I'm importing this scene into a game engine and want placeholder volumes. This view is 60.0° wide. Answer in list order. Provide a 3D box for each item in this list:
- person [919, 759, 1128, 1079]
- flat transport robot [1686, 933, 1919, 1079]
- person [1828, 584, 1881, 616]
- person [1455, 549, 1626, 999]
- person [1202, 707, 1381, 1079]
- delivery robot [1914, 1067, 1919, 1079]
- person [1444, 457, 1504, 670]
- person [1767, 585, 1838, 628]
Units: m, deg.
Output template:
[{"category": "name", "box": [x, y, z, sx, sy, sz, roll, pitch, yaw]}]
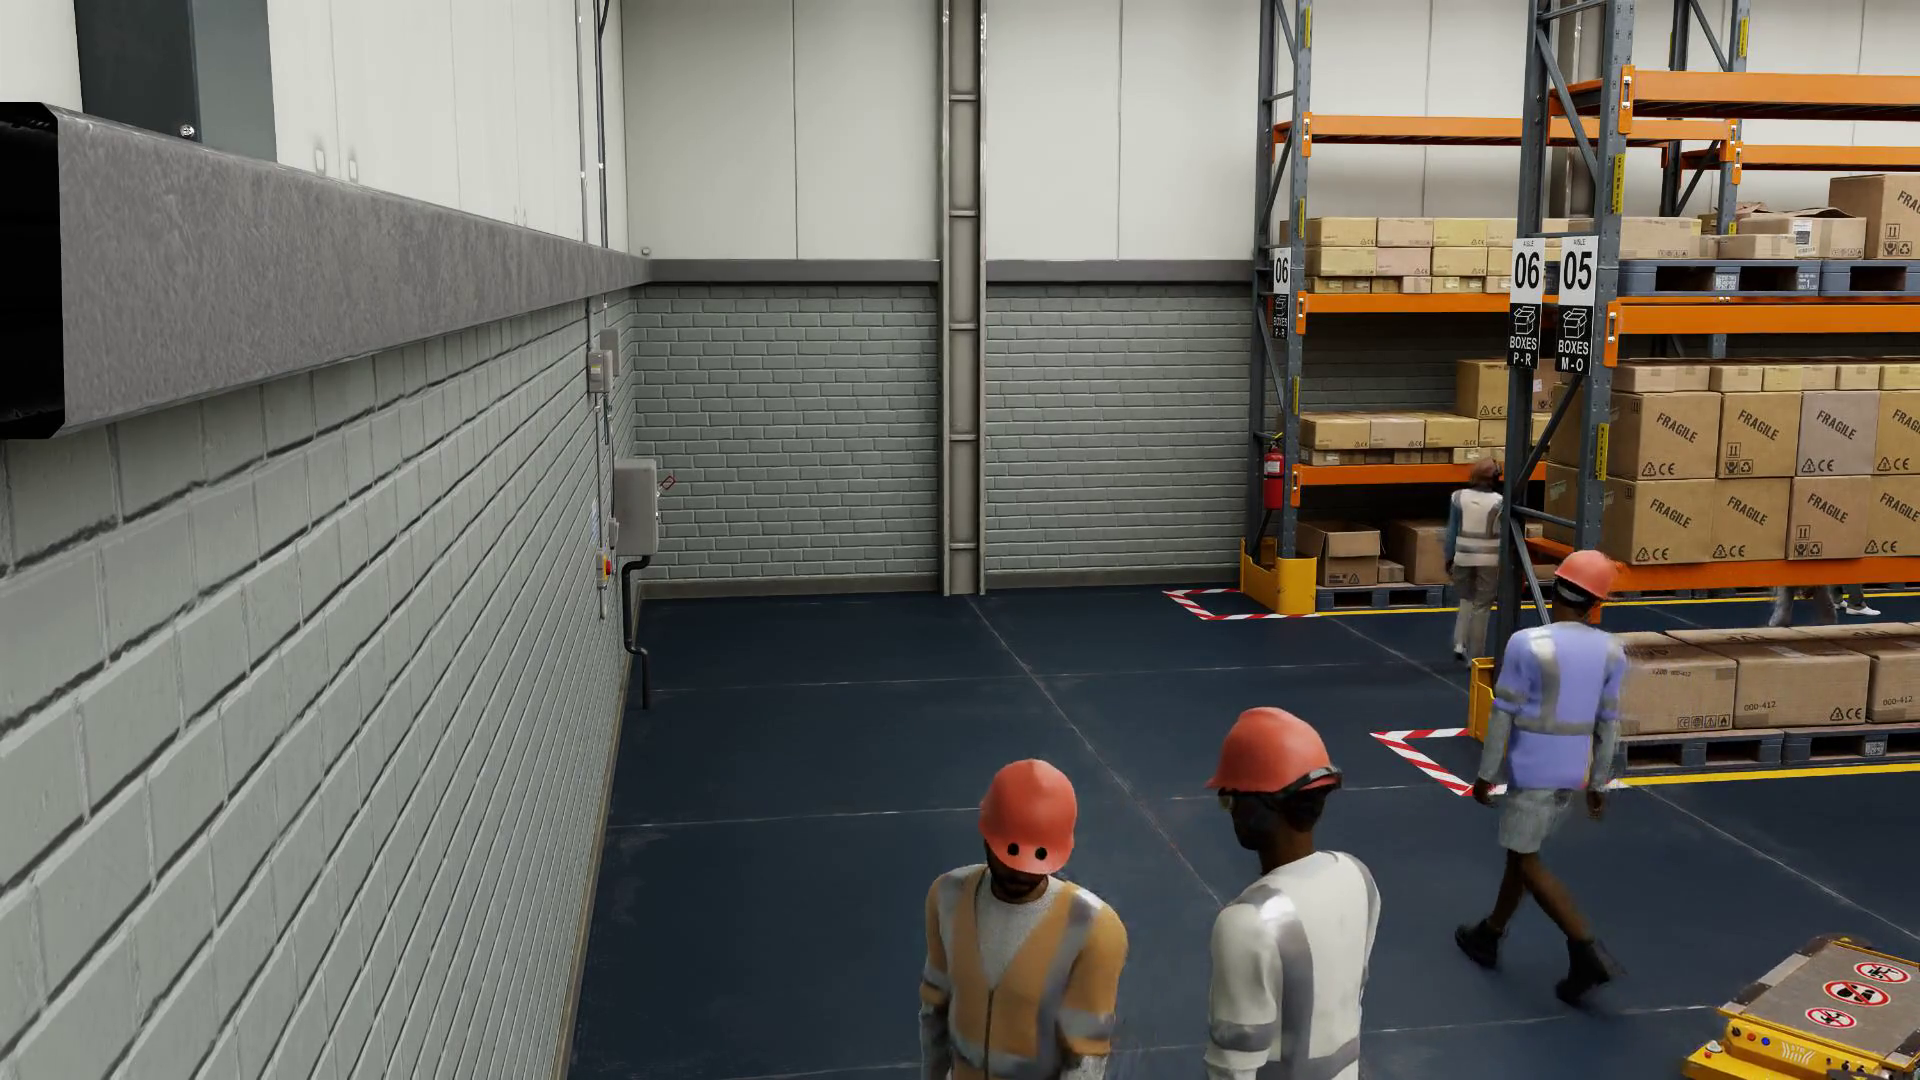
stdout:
[{"category": "person", "box": [0.057, 1.440, 4.050, 0.654, 1.907, 0.608, 7, 11, 36]}, {"category": "flat transport robot", "box": [3.434, 1.867, 6.423, 1.431, 0.197, 0.652, -9, 13, -43]}, {"category": "person", "box": [7.950, -0.290, 14.669, 0.397, 1.918, 0.588, -2, 9, -10]}, {"category": "person", "box": [2.488, 0.966, 7.033, 0.559, 1.873, 0.817, -5, 10, -27]}, {"category": "person", "box": [0.729, 1.397, 3.933, 0.407, 2.029, 0.613, 7, 12, 38]}, {"category": "delivery robot", "box": [3.499, 1.818, 5.563, 0.707, 0.478, 0.477, -7, 12, -37]}, {"category": "person", "box": [3.973, 0.179, 12.647, 0.550, 1.624, 0.405, 8, 12, 41]}, {"category": "person", "box": [6.138, 0.200, 11.939, 0.900, 1.825, 0.517, -3, 10, -16]}]
